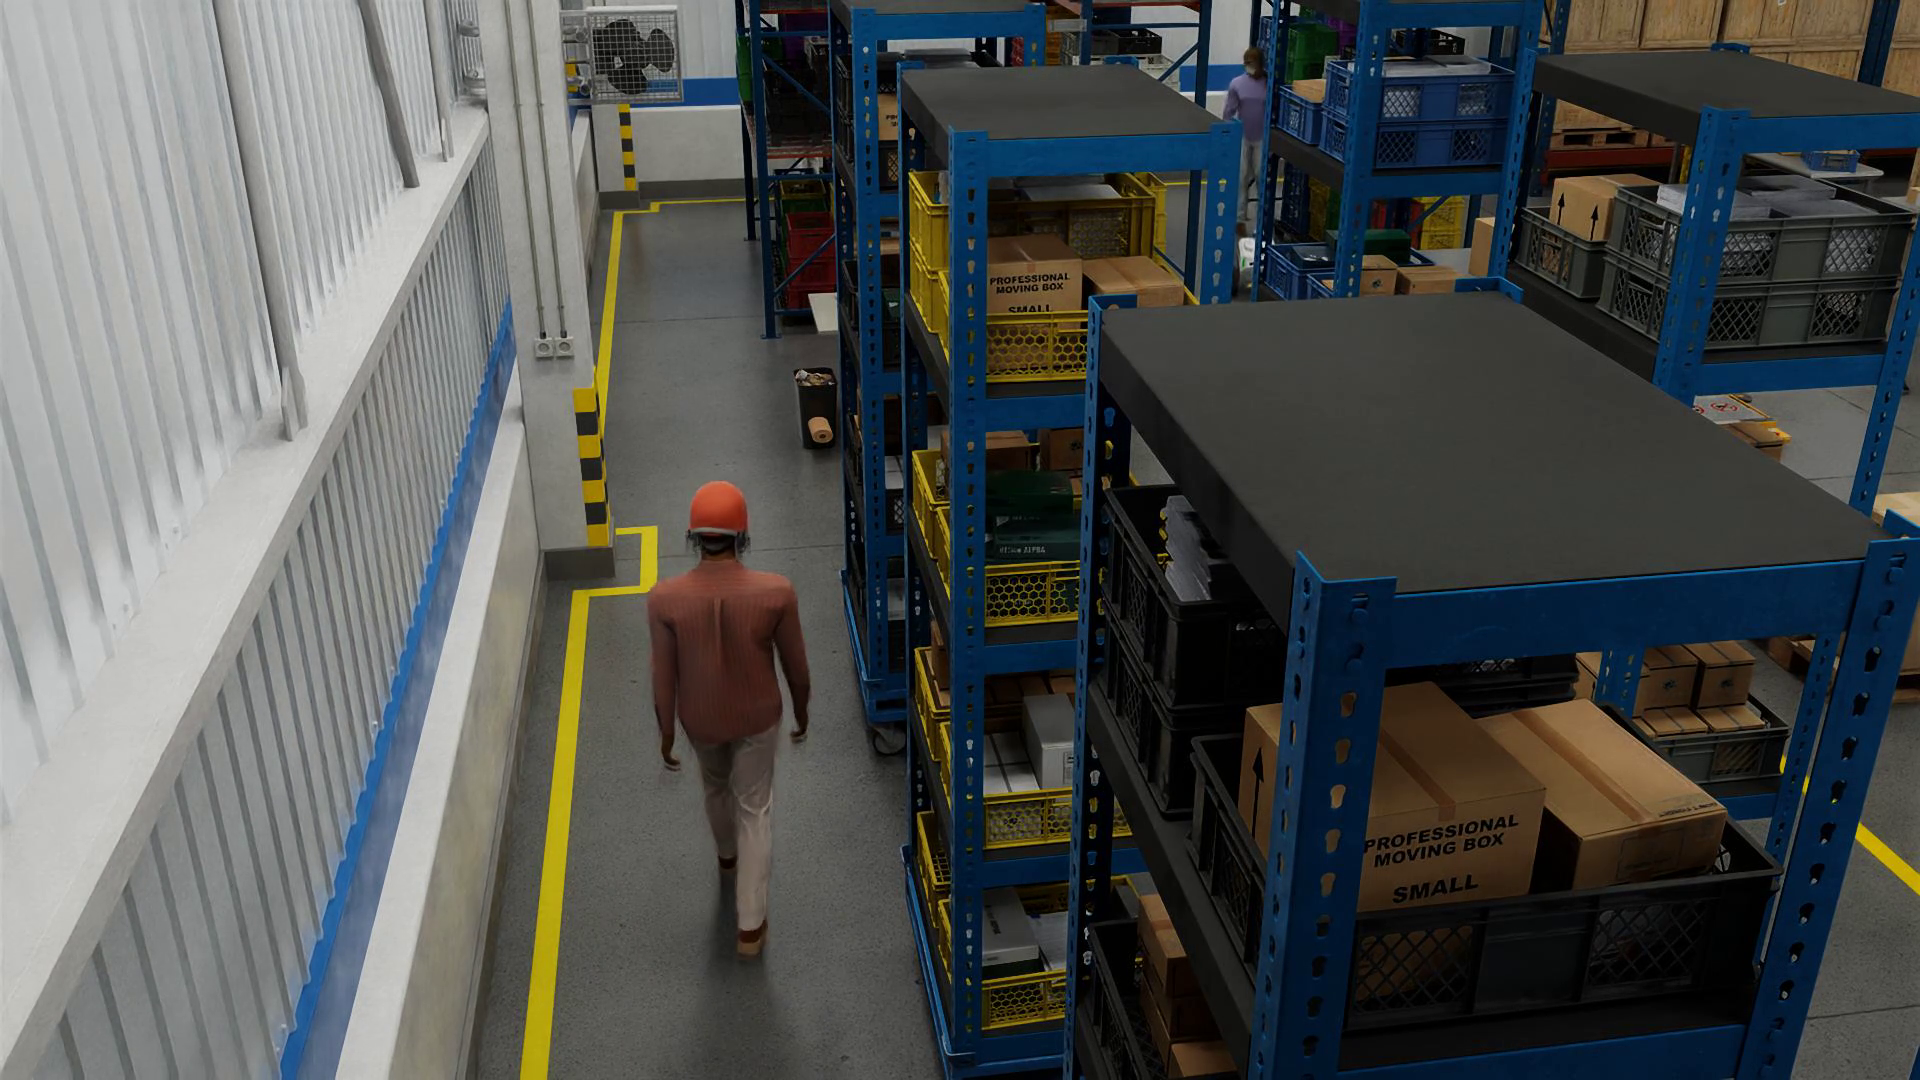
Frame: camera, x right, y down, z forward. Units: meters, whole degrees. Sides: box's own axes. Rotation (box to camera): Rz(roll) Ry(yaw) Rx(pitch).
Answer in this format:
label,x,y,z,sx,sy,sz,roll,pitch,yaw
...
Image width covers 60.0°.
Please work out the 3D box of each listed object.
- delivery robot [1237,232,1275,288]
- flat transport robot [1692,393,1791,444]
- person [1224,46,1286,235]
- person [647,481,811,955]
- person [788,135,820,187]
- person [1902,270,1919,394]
label,x,y,z,sx,sy,sz,roll,pitch,yaw
delivery robot,2.784,-2.643,15.565,0.477,0.478,0.707,3,25,6
flat transport robot,5.224,-0.859,12.132,1.431,0.197,0.652,-4,25,-8
person,3.042,-4.117,17.266,0.681,1.911,0.551,15,29,29
person,-0.923,0.691,6.779,0.630,1.954,0.936,-1,25,-3
person,-1.764,-4.673,18.525,0.578,1.879,0.356,-22,33,-40
person,7.589,-1.999,12.773,0.597,1.825,0.403,4,25,9
